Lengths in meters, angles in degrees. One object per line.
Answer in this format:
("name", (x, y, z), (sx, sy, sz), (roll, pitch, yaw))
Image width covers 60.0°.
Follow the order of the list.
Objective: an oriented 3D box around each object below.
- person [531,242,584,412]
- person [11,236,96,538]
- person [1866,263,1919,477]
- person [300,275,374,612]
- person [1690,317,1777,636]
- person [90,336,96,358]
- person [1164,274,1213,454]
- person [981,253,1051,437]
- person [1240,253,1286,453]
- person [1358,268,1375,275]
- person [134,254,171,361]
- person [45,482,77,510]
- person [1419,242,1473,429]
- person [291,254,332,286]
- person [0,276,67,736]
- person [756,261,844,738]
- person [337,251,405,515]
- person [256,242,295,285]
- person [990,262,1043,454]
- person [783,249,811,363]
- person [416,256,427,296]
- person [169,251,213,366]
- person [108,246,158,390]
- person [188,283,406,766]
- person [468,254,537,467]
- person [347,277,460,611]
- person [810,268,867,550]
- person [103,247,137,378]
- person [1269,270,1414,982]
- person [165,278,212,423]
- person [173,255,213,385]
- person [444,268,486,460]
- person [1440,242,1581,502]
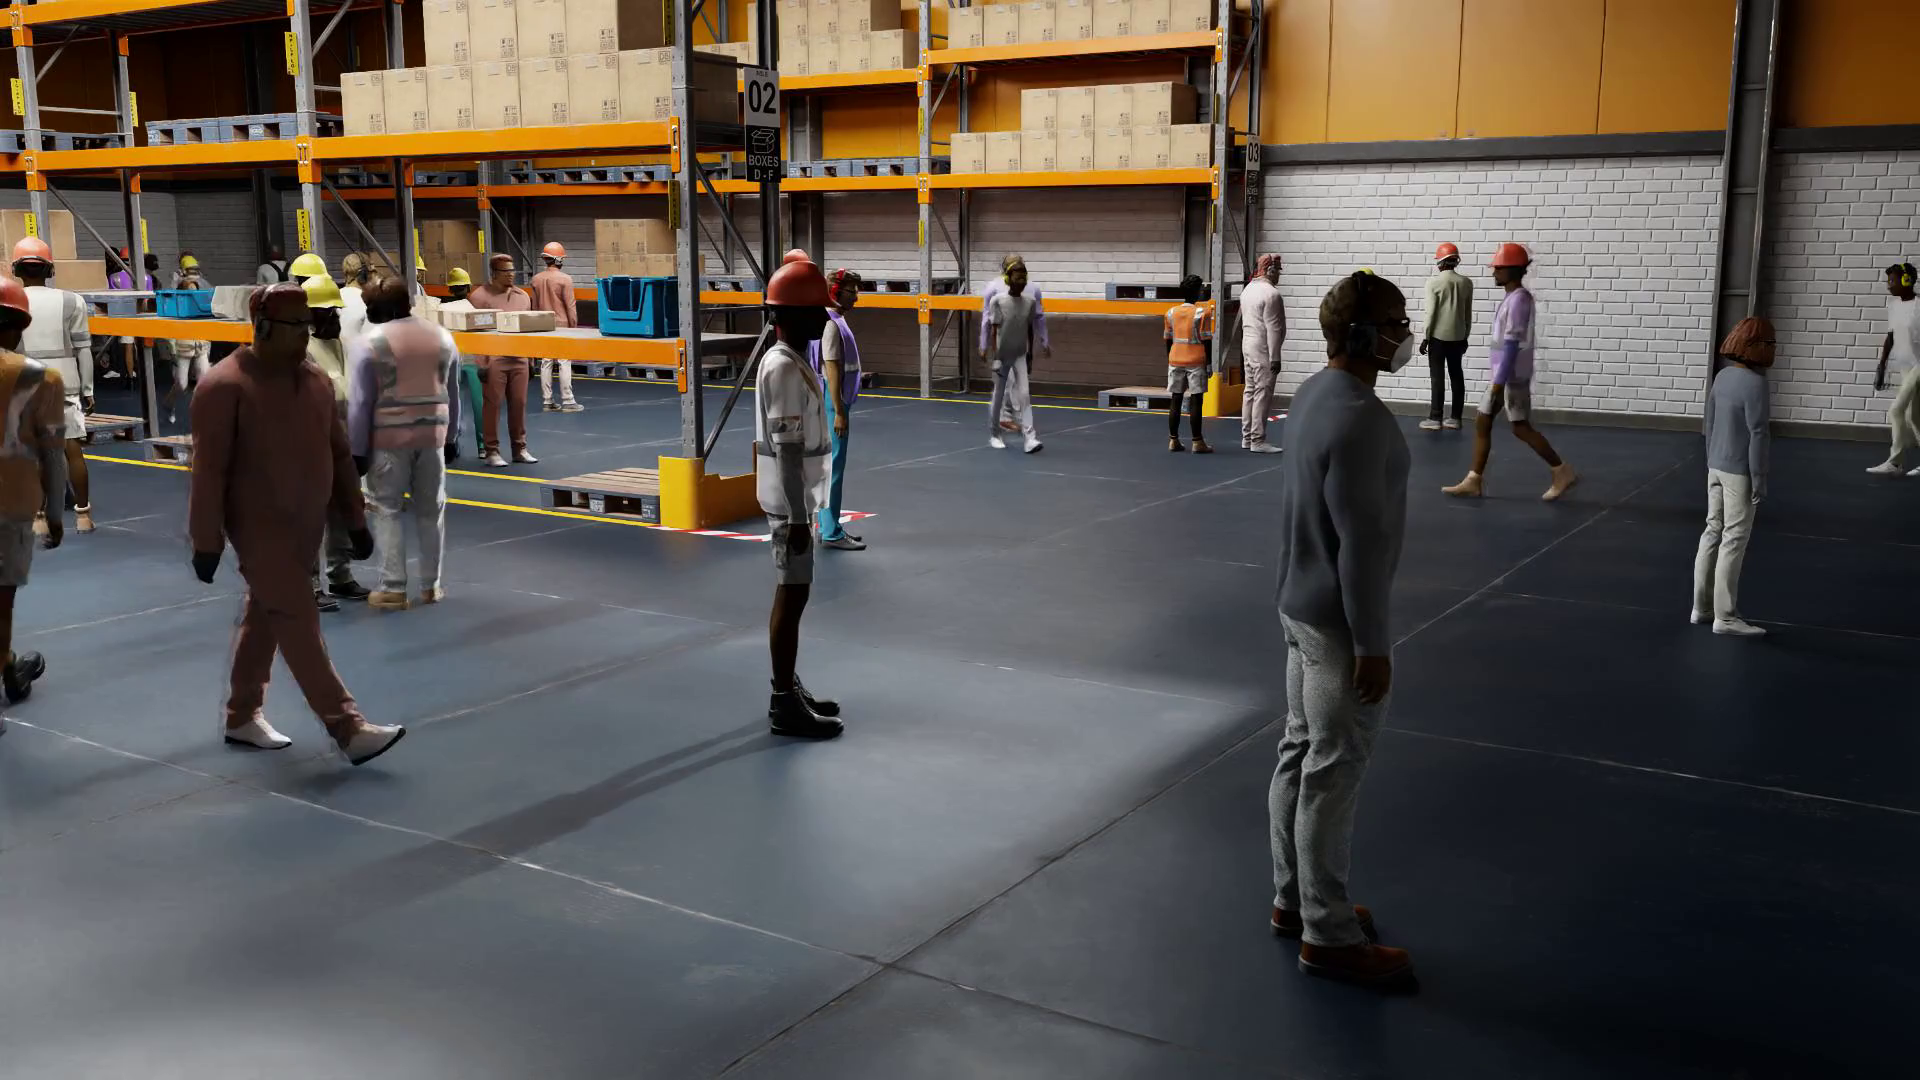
("person", (-4.757, -2.501, 19.613), (0.610, 1.995, 0.375), (5, 11, 25))
("person", (-6.237, -1.031, 11.339), (0.608, 2.044, 0.371), (-7, 13, -35))
("person", (8.098, -1.439, 14.203), (0.820, 1.822, 0.537), (-1, 10, -3))
("person", (-3.489, -0.535, 9.171), (0.403, 1.831, 0.595), (4, 11, 19))
("person", (4.019, -0.332, 8.597), (0.268, 1.632, 0.507), (0, 10, -2))
("person", (-14.935, -3.956, 28.709), (0.464, 1.631, 0.505), (8, 13, 39))
("person", (2.184, -1.669, 15.835), (0.532, 1.697, 0.319), (9, 13, 40))
("person", (0.605, -2.018, 17.232), (0.722, 1.879, 0.911), (-5, 11, -27))
("person", (2.912, -1.779, 15.900), (0.399, 1.897, 0.647), (-3, 11, -14))
("person", (4.067, -1.886, 16.905), (0.313, 1.743, 0.493), (1, 10, 8))
("person", (-13.576, -3.866, 27.775), (0.784, 1.807, 0.699), (-9, 14, -41))
("person", (-7.079, -1.093, 12.218), (1.012, 1.857, 0.585), (-4, 11, -20))
("person", (5.206, -2.186, 17.868), (0.617, 1.993, 0.396), (-4, 11, -21))
("person", (-4.973, -1.229, 12.793), (0.386, 1.919, 0.582), (-2, 10, -11))
("person", (-4.011, -0.151, 6.946), (0.599, 1.867, 0.999), (-2, 10, -8))
("person", (-0.654, -0.165, 6.831), (0.356, 1.937, 0.552), (-1, 10, -5))
("person", (-4.432, -1.154, 12.308), (0.635, 1.937, 0.352), (7, 12, 35))
("person", (-11.110, -3.863, 27.033), (1.015, 2.000, 0.701), (10, 14, 44))
("person", (0.509, -1.736, 15.899), (0.495, 1.808, 0.984), (-3, 11, -18))
("person", (-1.502, -1.711, 15.396), (0.356, 1.937, 0.552), (6, 12, 31))
("person", (-6.940, -2.713, 21.253), (0.404, 1.828, 0.587), (-7, 12, -34))
("person", (-12.513, -3.735, 26.895), (0.899, 1.854, 0.576), (6, 12, 29))
("person", (-11.183, -2.993, 22.503), (0.552, 1.935, 0.369), (-6, 12, -30))
("person", (-2.548, -0.049, 6.425), (0.994, 1.846, 0.647), (3, 11, 17))
("person", (-4.080, -1.604, 14.933), (0.401, 1.900, 0.637), (9, 13, 40))
("person", (-3.057, -0.523, 9.167), (0.431, 1.825, 0.669), (10, 14, 43))
("person", (-0.829, -0.856, 10.938), (0.389, 1.837, 0.563), (-1, 10, -6))
("person", (-12.408, -3.345, 24.497), (0.591, 1.922, 0.392), (0, 10, 2))
("person", (1.060, 0.234, 4.619), (0.371, 1.940, 0.627), (0, 10, -2))
("person", (-8.332, -2.009, 17.915), (0.662, 1.619, 0.515), (8, 13, 36))
("person", (-10.613, -3.031, 23.060), (0.665, 1.812, 0.605), (5, 11, 27))
("person", (-4.589, -1.621, 15.375), (0.533, 1.768, 0.310), (-1, 10, -6))
("person", (4.329, -1.289, 12.882), (0.971, 2.013, 0.605), (2, 10, 9))
